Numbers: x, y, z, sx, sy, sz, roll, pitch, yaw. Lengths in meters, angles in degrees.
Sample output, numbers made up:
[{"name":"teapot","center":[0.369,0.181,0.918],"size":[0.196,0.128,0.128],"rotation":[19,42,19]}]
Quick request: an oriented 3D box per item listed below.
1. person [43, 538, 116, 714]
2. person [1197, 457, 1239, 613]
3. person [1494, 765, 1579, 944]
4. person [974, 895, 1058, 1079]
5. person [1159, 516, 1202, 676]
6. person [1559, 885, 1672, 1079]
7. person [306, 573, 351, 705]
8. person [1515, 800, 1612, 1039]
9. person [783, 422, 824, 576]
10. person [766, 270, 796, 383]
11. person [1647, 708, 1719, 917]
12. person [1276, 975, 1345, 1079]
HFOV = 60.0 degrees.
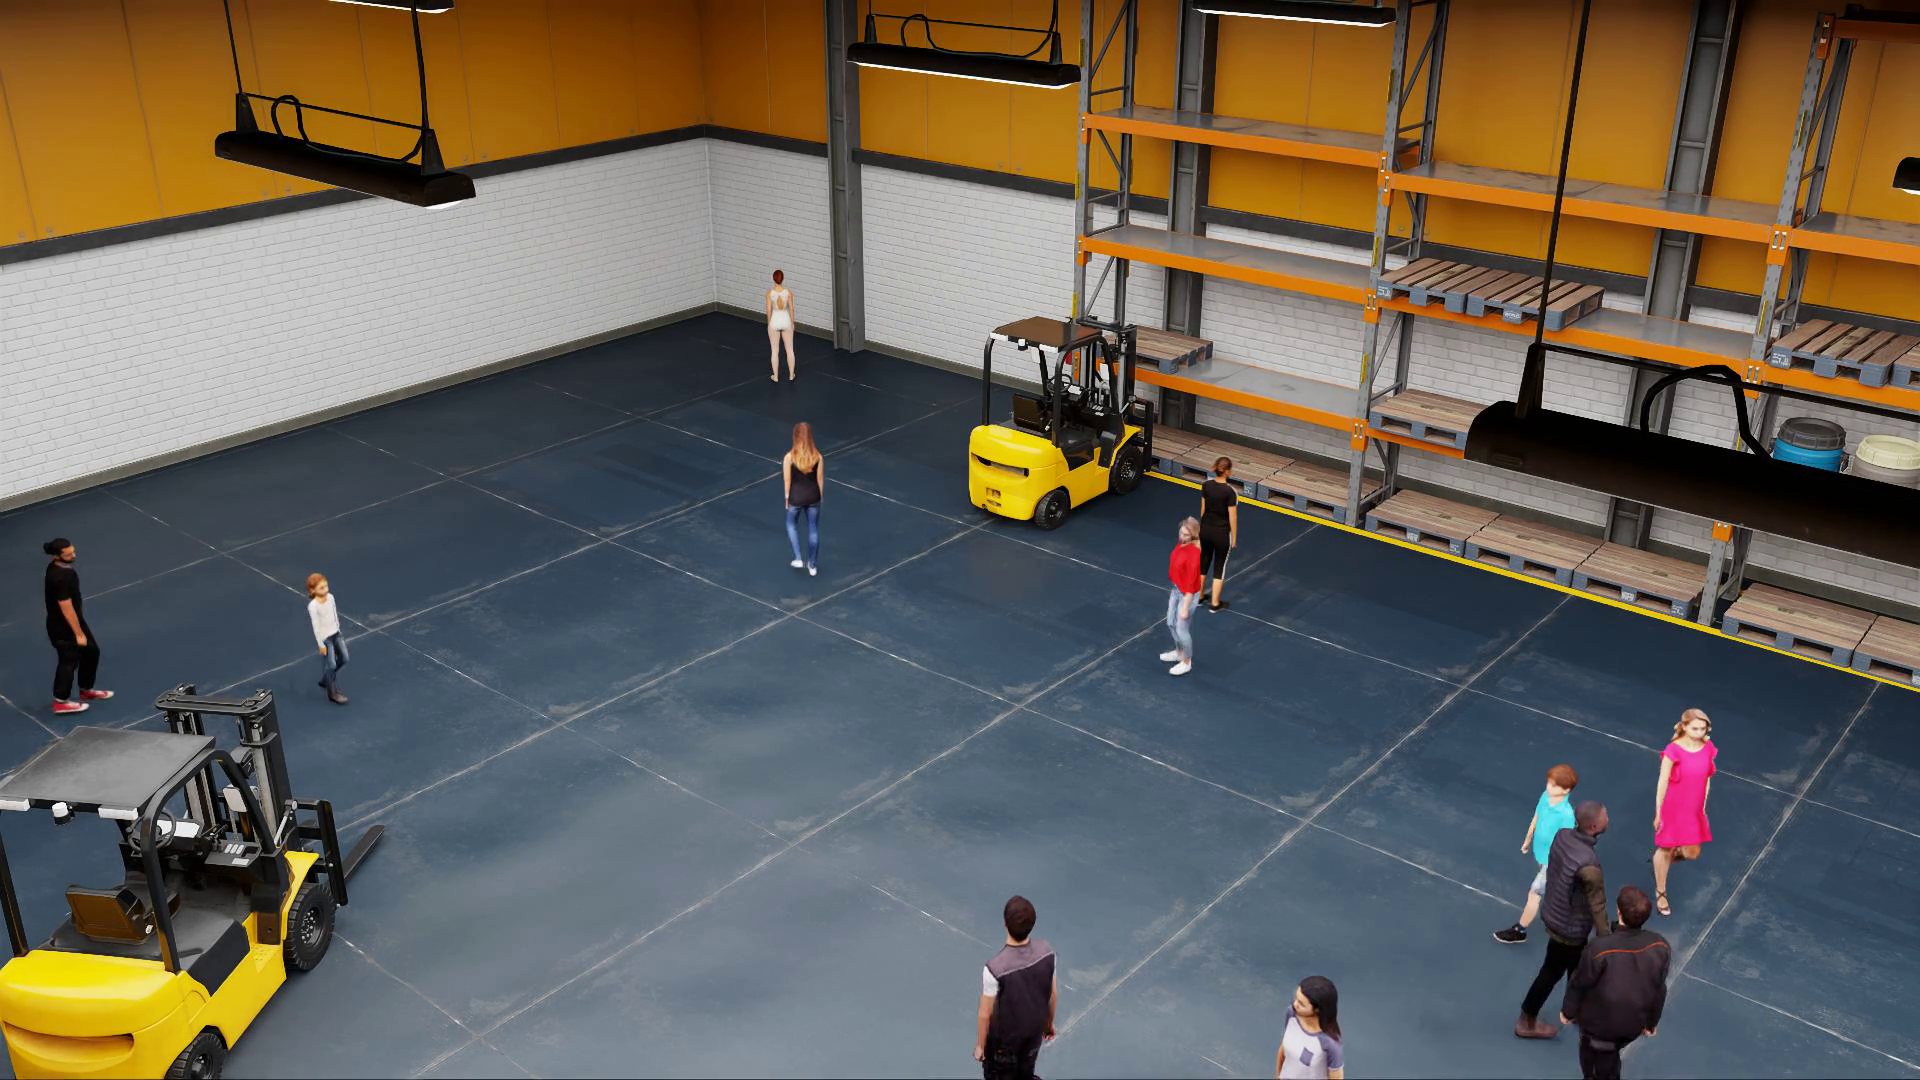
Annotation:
[{"name":"person","center":[-8.148,0.785,15.043],"size":[0.876,1.720,0.824],"rotation":[-12,26,-25]},{"name":"person","center":[2.616,-0.069,17.065],"size":[0.462,1.667,0.653],"rotation":[20,31,38]},{"name":"person","center":[4.347,2.260,12.049],"size":[0.973,1.417,0.964],"rotation":[-5,24,-10]},{"name":"person","center":[0.386,2.982,9.880],"size":[0.824,1.831,0.982],"rotation":[-15,28,-31]},{"name":"person","center":[2.126,0.523,15.688],"size":[0.823,1.685,0.699],"rotation":[-1,24,-3]},{"name":"person","center":[3.952,2.943,9.978],"size":[0.887,1.823,0.932],"rotation":[-6,24,-13]},{"name":"person","center":[-5.868,0.897,15.302],"size":[0.630,1.308,0.570],"rotation":[8,25,17]},{"name":"person","center":[3.916,2.523,10.948],"size":[1.068,1.816,0.984],"rotation":[1,24,3]},{"name":"person","center":[-1.656,-0.404,17.777],"size":[0.702,1.709,0.753],"rotation":[-6,24,-13]},{"name":"person","center":[-2.591,-3.103,24.033],"size":[0.619,1.644,0.652],"rotation":[-5,24,-12]},{"name":"person","center":[5.308,1.962,12.353],"size":[0.821,1.719,0.885],"rotation":[-3,24,-8]},{"name":"person","center":[1.980,3.193,9.522],"size":[0.696,1.731,0.542],"rotation":[-15,28,-31]}]
